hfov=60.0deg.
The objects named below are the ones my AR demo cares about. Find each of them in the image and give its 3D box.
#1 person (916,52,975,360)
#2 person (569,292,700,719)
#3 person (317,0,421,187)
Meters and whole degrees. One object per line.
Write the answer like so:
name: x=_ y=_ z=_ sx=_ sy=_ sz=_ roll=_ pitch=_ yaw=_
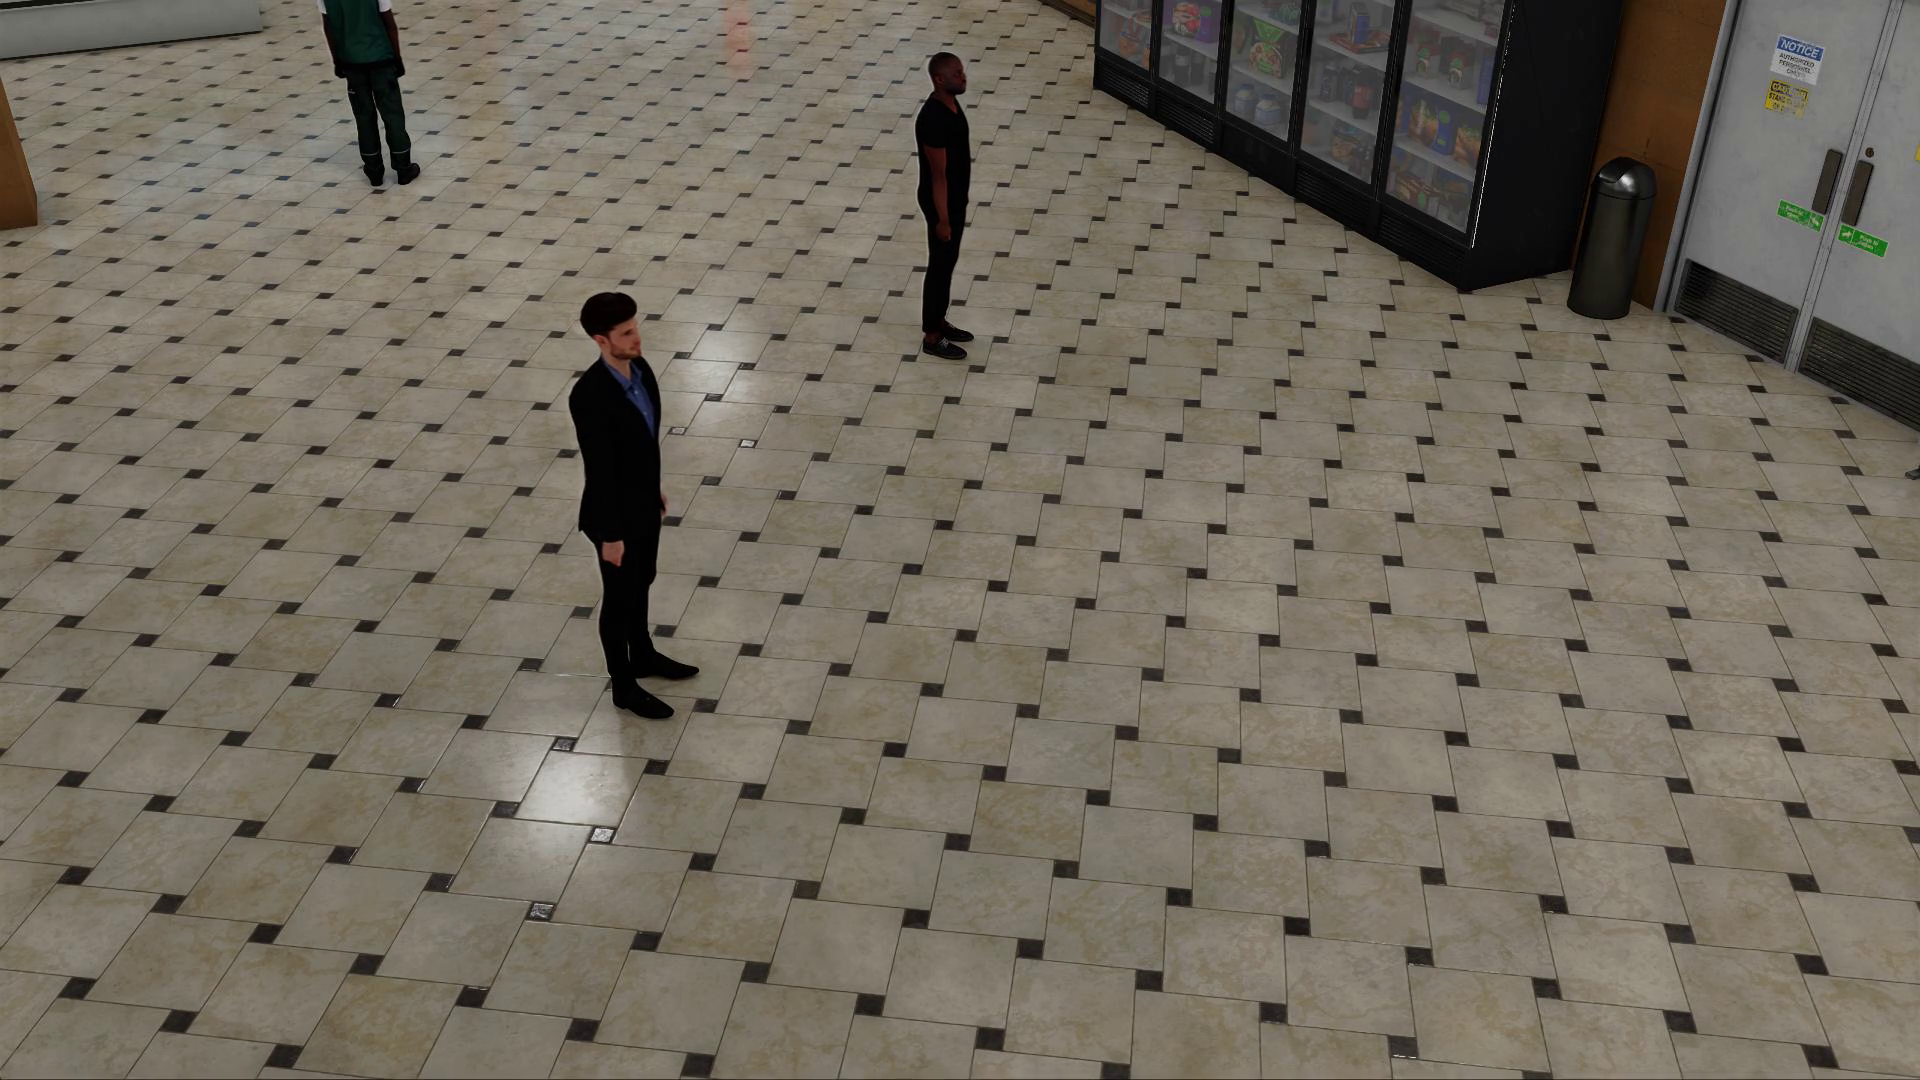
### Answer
person: x=-0.095 y=-1.982 z=9.858 sx=0.760 sy=1.819 sz=0.746 roll=5 pitch=32 yaw=9
person: x=-1.375 y=-0.149 z=6.843 sx=0.823 sy=1.892 sz=0.785 roll=7 pitch=33 yaw=12
person: x=-4.401 y=-3.552 z=12.362 sx=0.661 sy=1.840 sz=0.816 roll=-4 pitch=32 yaw=-6
